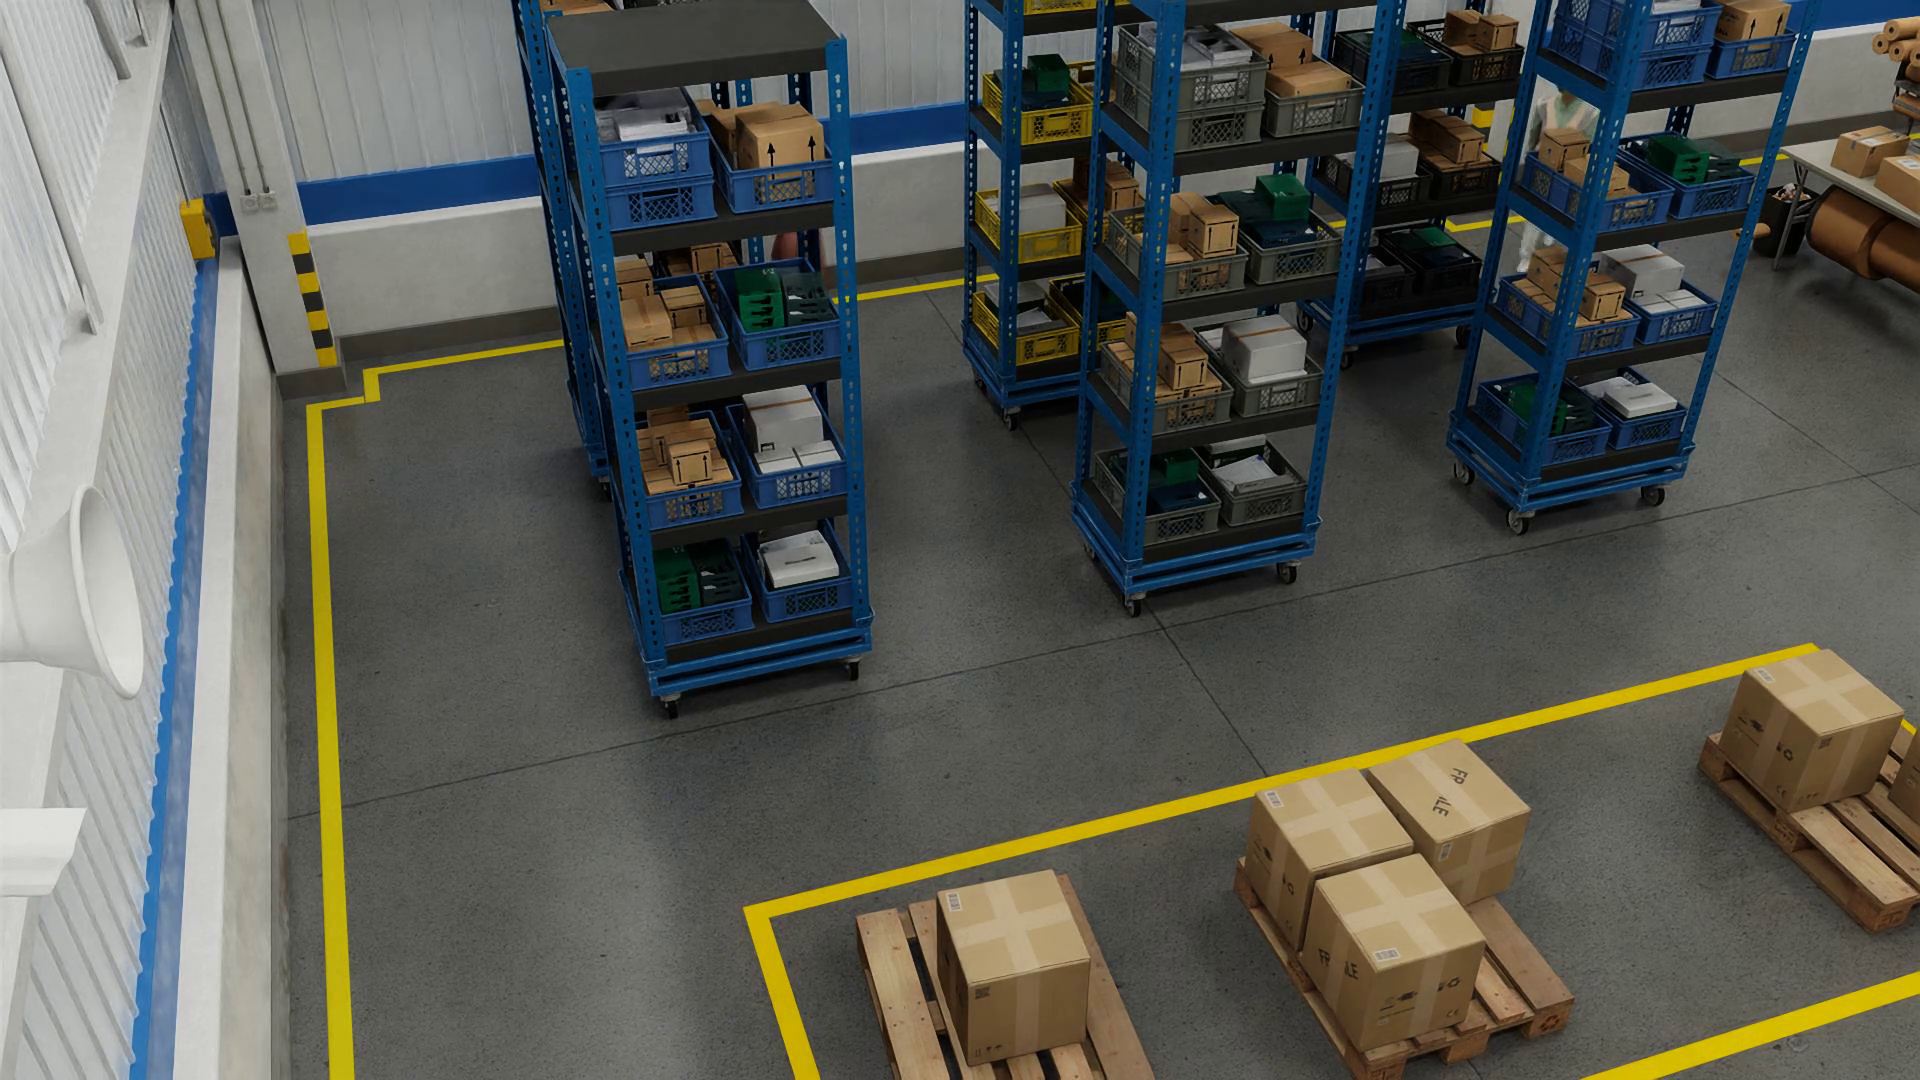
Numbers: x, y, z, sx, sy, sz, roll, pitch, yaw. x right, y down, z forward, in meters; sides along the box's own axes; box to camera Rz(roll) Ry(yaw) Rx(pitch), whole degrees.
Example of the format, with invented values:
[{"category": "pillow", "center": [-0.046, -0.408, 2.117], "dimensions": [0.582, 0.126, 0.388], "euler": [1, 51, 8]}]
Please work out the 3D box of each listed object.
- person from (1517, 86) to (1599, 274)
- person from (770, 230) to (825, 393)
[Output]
[{"category": "person", "center": [4.714, -2.965, 13.090], "dimensions": [0.524, 1.602, 0.827], "euler": [17, 39, 22]}, {"category": "person", "center": [-1.067, -1.455, 10.633], "dimensions": [0.458, 1.980, 0.635], "euler": [2, 35, 3]}]
